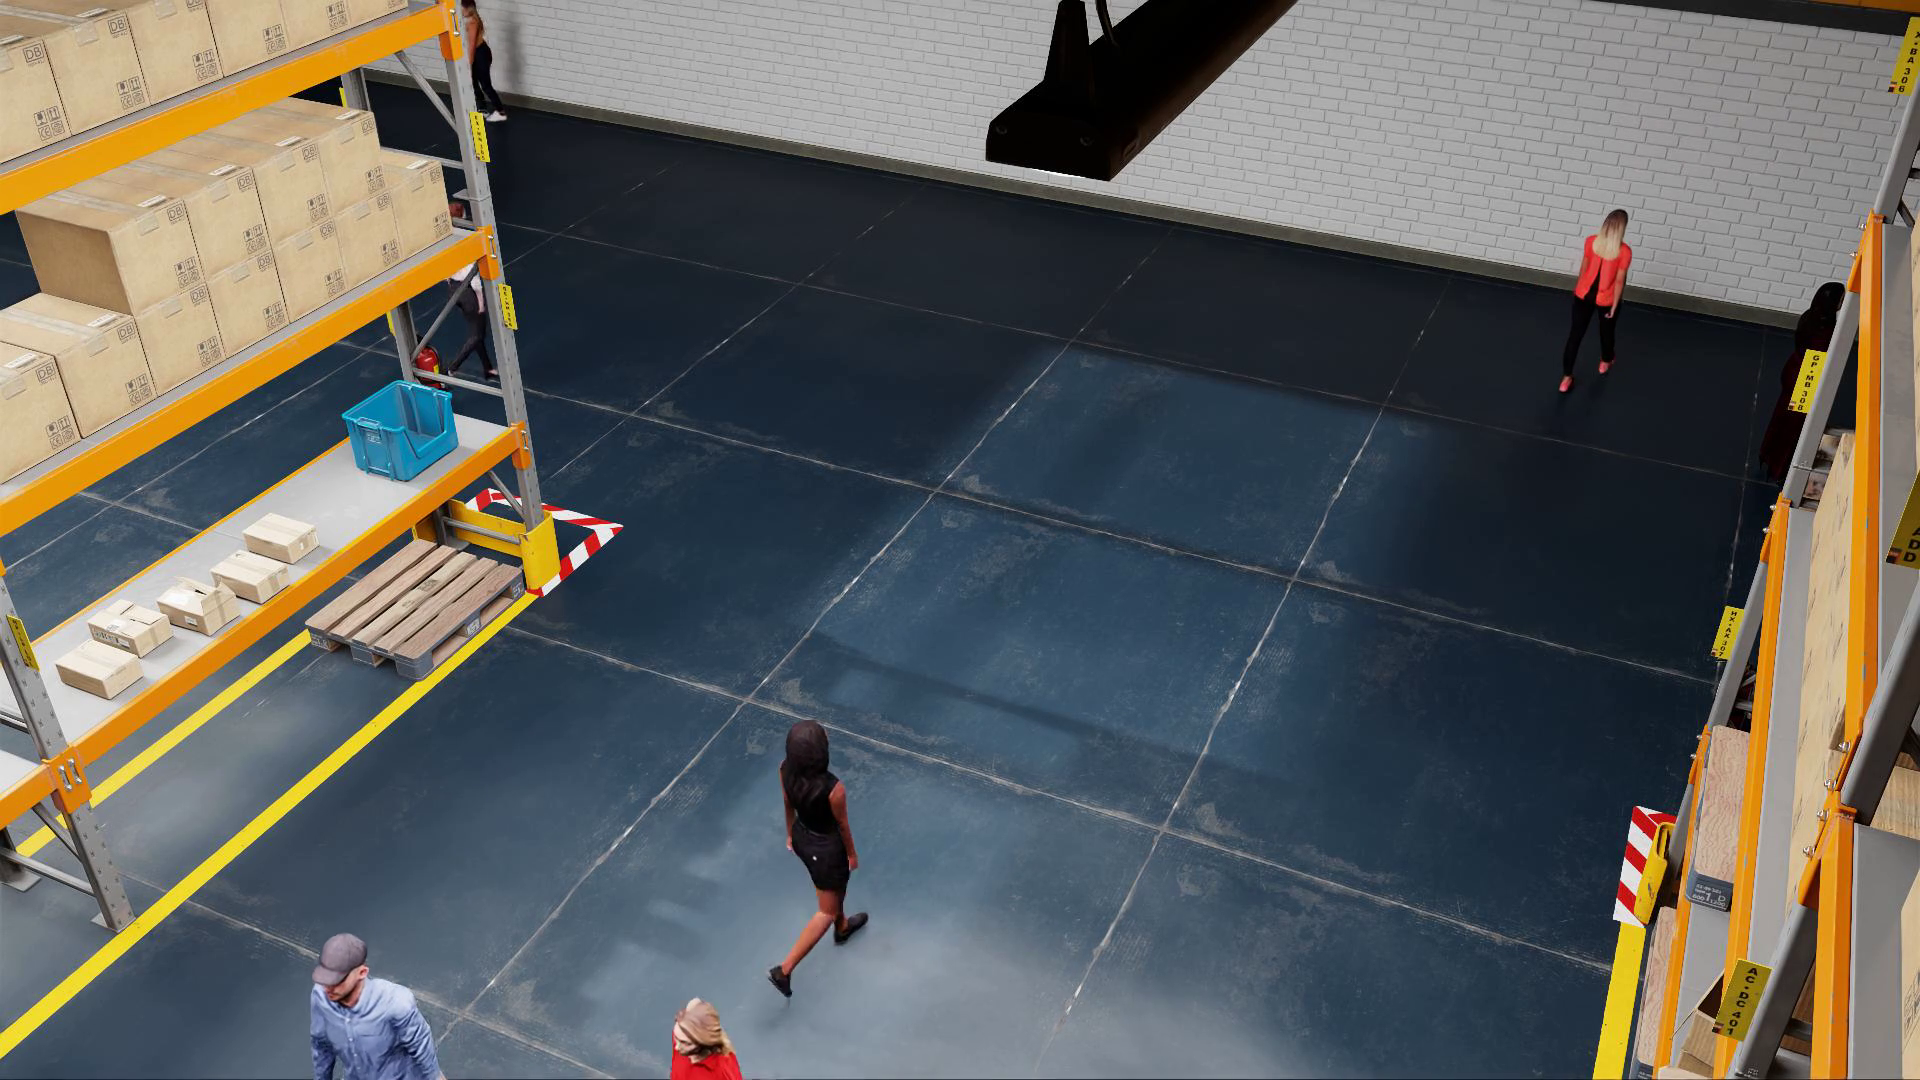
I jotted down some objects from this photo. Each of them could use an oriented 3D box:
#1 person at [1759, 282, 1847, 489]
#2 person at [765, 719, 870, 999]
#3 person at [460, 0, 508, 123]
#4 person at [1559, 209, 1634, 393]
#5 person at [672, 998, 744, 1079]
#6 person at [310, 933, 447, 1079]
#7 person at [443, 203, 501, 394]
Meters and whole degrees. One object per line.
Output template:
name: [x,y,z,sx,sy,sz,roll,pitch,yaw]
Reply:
person: [6.760,-1.262,13.340,0.784,1.758,0.629,5,34,8]
person: [-0.800,1.714,8.899,0.836,1.719,1.149,27,42,34]
person: [-5.856,-5.892,20.464,0.881,1.583,0.818,-3,34,-4]
person: [5.566,-2.078,14.652,0.730,1.665,1.051,23,40,30]
person: [-1.051,2.624,7.553,0.877,1.692,0.772,-28,43,-35]
person: [-2.620,2.445,7.689,0.809,1.840,1.184,8,35,12]
person: [-4.383,-2.082,14.584,0.762,1.746,1.041,24,40,31]
